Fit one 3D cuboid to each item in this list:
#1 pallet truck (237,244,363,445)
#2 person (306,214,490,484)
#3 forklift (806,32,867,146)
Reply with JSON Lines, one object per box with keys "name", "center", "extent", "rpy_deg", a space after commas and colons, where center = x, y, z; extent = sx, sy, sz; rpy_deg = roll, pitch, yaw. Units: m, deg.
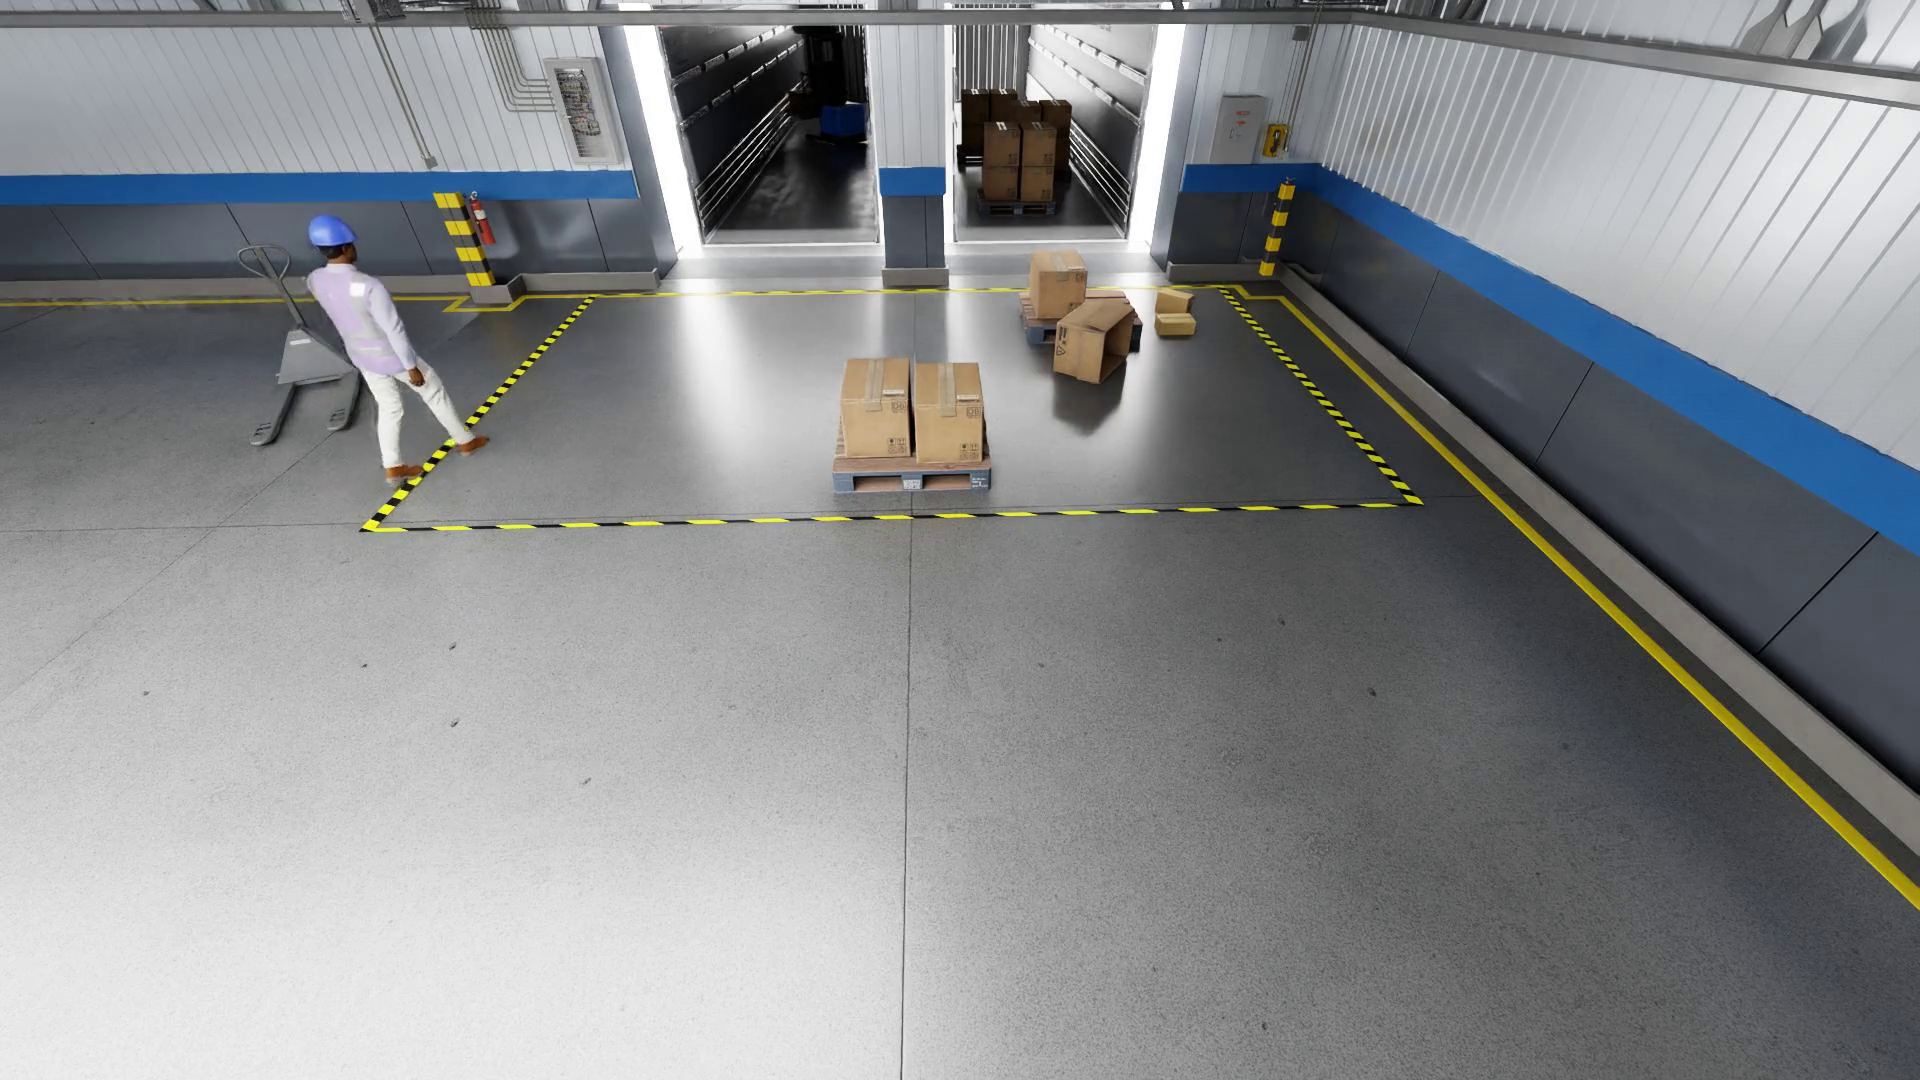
{"name": "pallet truck", "center": [-5.915, -1.733, 6.366], "extent": [0.680, 1.201, 1.601], "rpy_deg": [-18, 42, -21]}
{"name": "person", "center": [-4.199, -1.339, 5.353], "extent": [0.617, 1.926, 0.867], "rpy_deg": [6, 39, 8]}
{"name": "forklift", "center": [-2.599, -9.581, 15.610], "extent": [0.716, 2.013, 0.776], "rpy_deg": [-29, 47, -31]}
